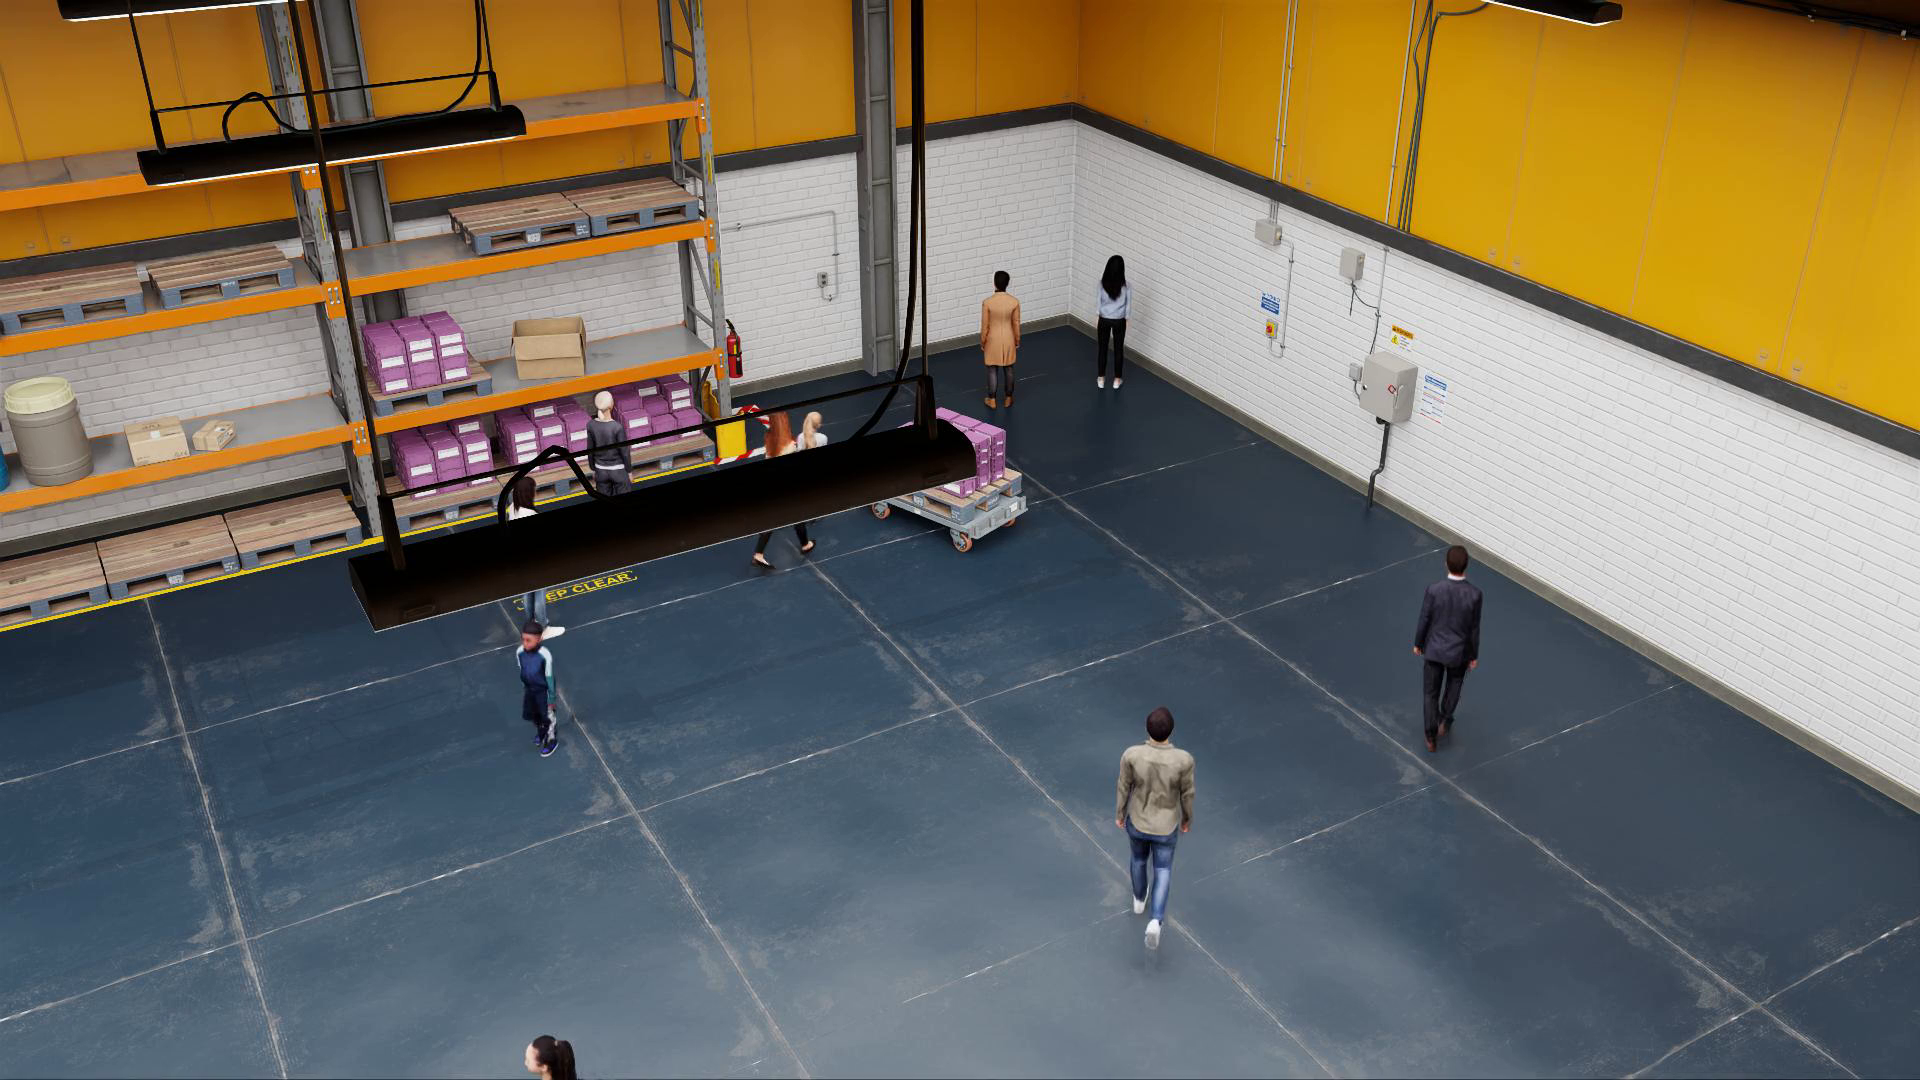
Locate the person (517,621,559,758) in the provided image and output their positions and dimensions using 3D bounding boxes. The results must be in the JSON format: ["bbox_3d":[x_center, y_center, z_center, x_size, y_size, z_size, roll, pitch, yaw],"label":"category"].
[{"bbox_3d":[-3.500,1.210,13.969,0.613,1.250,0.670,9,30,16],"label":"person"}]

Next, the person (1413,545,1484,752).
[{"bbox_3d":[4.041,0.959,13.808,0.830,1.844,0.888,8,30,14],"label":"person"}]

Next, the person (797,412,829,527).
[{"bbox_3d":[-1.553,-0.724,17.498,0.587,1.265,0.649,5,29,10],"label":"person"}]

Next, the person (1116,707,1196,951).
[{"bbox_3d":[1.364,2.053,11.799,1.108,1.847,1.131,4,29,7],"label":"person"}]

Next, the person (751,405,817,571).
[{"bbox_3d":[-1.852,-0.477,16.622,0.890,1.671,1.179,25,38,38],"label":"person"}]

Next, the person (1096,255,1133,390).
[{"bbox_3d":[1.894,-2.717,20.687,0.644,1.710,0.733,2,29,5],"label":"person"}]

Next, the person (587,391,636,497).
[{"bbox_3d":[-3.567,-0.726,17.020,0.670,1.726,0.743,6,29,10],"label":"person"}]

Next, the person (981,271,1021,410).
[{"bbox_3d":[0.487,-2.428,20.139,0.671,1.727,0.787,-5,29,-9],"label":"person"}]

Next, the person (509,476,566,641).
[{"bbox_3d":[-3.990,0.156,15.498,0.686,1.635,0.656,23,36,35],"label":"person"}]

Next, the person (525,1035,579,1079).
[{"bbox_3d":[-2.111,3.459,9.397,0.772,1.680,0.729,1,29,2],"label":"person"}]
